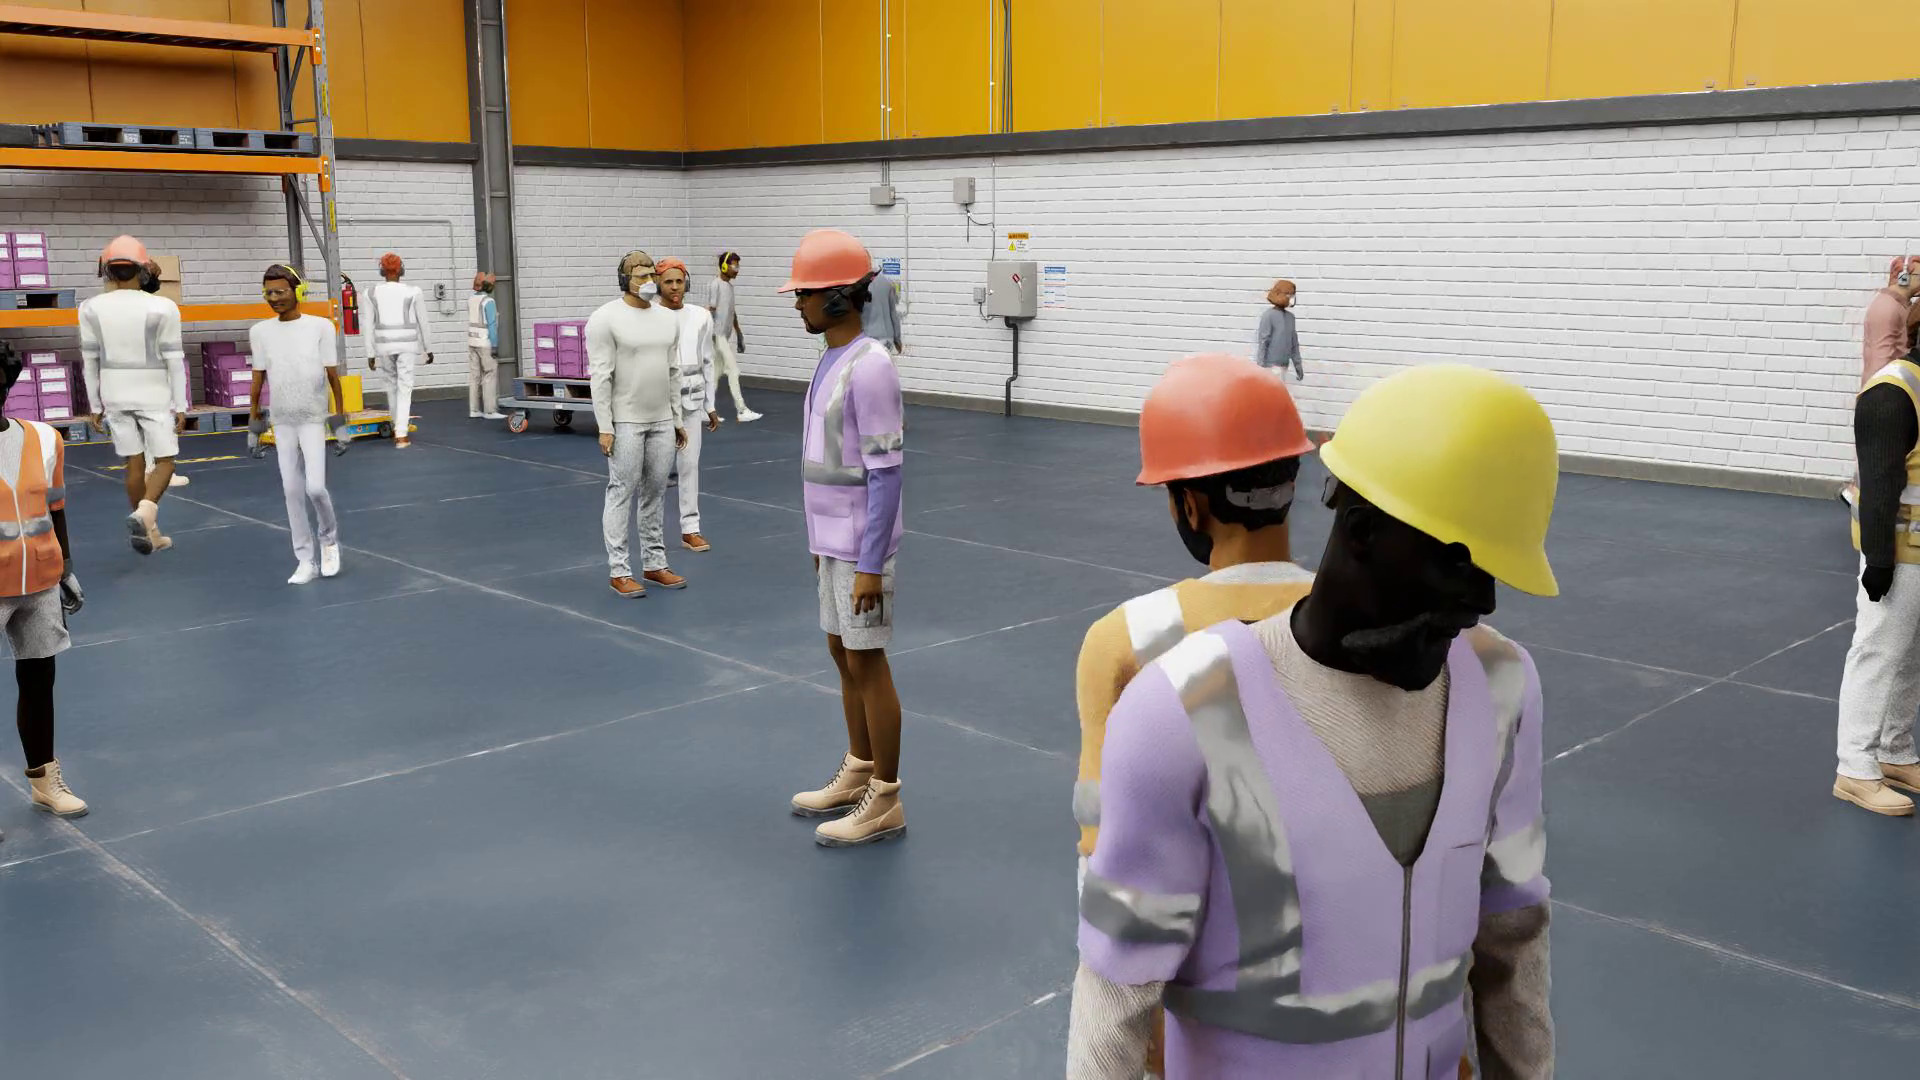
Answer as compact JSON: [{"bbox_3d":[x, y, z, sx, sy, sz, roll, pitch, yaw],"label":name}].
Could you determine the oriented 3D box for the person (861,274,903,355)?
[{"bbox_3d":[-0.899,-2.000,16.873,0.721,1.883,0.653,6,12,30],"label":"person"}]

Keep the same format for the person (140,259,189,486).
[{"bbox_3d":[-6.559,-1.354,13.482,0.429,1.841,0.621,-8,13,-38],"label":"person"}]

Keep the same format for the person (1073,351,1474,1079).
[{"bbox_3d":[0.465,0.678,2.387,0.605,1.862,1.079,-1,10,-7],"label":"person"}]

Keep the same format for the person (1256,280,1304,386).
[{"bbox_3d":[2.994,-1.573,15.283,0.694,1.599,0.525,9,14,40],"label":"person"}]

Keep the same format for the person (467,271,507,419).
[{"bbox_3d":[-5.237,-2.133,18.318,0.528,1.630,0.334,10,14,44],"label":"person"}]

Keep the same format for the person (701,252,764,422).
[{"bbox_3d":[-2.463,-2.176,18.005,0.891,1.820,0.534,2,11,12],"label":"person"}]

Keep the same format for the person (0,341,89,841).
[{"bbox_3d":[-3.236,0.157,5.618,0.317,1.698,0.540,6,12,31],"label":"person"}]

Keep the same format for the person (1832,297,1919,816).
[{"bbox_3d":[3.390,0.037,5.884,0.634,1.841,0.429,-8,13,-36],"label":"person"}]

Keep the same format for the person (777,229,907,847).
[{"bbox_3d":[-0.392,0.001,5.537,0.386,2.039,0.615,-3,11,-18],"label":"person"}]

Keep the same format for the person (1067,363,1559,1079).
[{"bbox_3d":[0.418,0.719,2.039,0.628,1.883,0.562,-6,12,-29],"label":"person"}]

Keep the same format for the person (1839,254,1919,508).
[{"bbox_3d":[6.504,-1.030,11.569,0.434,1.887,0.667,8,13,36],"label":"person"}]

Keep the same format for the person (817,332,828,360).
[{"bbox_3d":[-1.302,-1.933,17.200,0.286,1.632,0.500,7,12,33],"label":"person"}]

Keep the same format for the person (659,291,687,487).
[{"bbox_3d":[-2.353,-1.301,13.505,0.535,1.722,0.741,4,11,22],"label":"person"}]

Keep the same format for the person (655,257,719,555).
[{"bbox_3d":[-1.822,-0.846,10.584,0.585,1.882,0.337,-6,12,-30],"label":"person"}]

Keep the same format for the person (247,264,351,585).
[{"bbox_3d":[-3.846,-0.658,9.634,0.571,1.855,0.386,0,10,0],"label":"person"}]

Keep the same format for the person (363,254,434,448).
[{"bbox_3d":[-5.444,-1.849,16.188,0.580,1.835,0.968,0,10,-3],"label":"person"}]

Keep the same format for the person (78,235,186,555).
[{"bbox_3d":[-5.131,-0.868,10.329,0.610,2.025,0.709,-1,10,-6],"label":"person"}]

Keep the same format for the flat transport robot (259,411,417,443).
[{"bbox_3d":[-6.167,-1.119,16.474,0.652,0.197,1.431,6,12,31],"label":"flat transport robot"}]

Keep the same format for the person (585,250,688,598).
[{"bbox_3d":[-1.803,-0.657,9.403,0.372,1.940,0.627,8,13,38],"label":"person"}]
